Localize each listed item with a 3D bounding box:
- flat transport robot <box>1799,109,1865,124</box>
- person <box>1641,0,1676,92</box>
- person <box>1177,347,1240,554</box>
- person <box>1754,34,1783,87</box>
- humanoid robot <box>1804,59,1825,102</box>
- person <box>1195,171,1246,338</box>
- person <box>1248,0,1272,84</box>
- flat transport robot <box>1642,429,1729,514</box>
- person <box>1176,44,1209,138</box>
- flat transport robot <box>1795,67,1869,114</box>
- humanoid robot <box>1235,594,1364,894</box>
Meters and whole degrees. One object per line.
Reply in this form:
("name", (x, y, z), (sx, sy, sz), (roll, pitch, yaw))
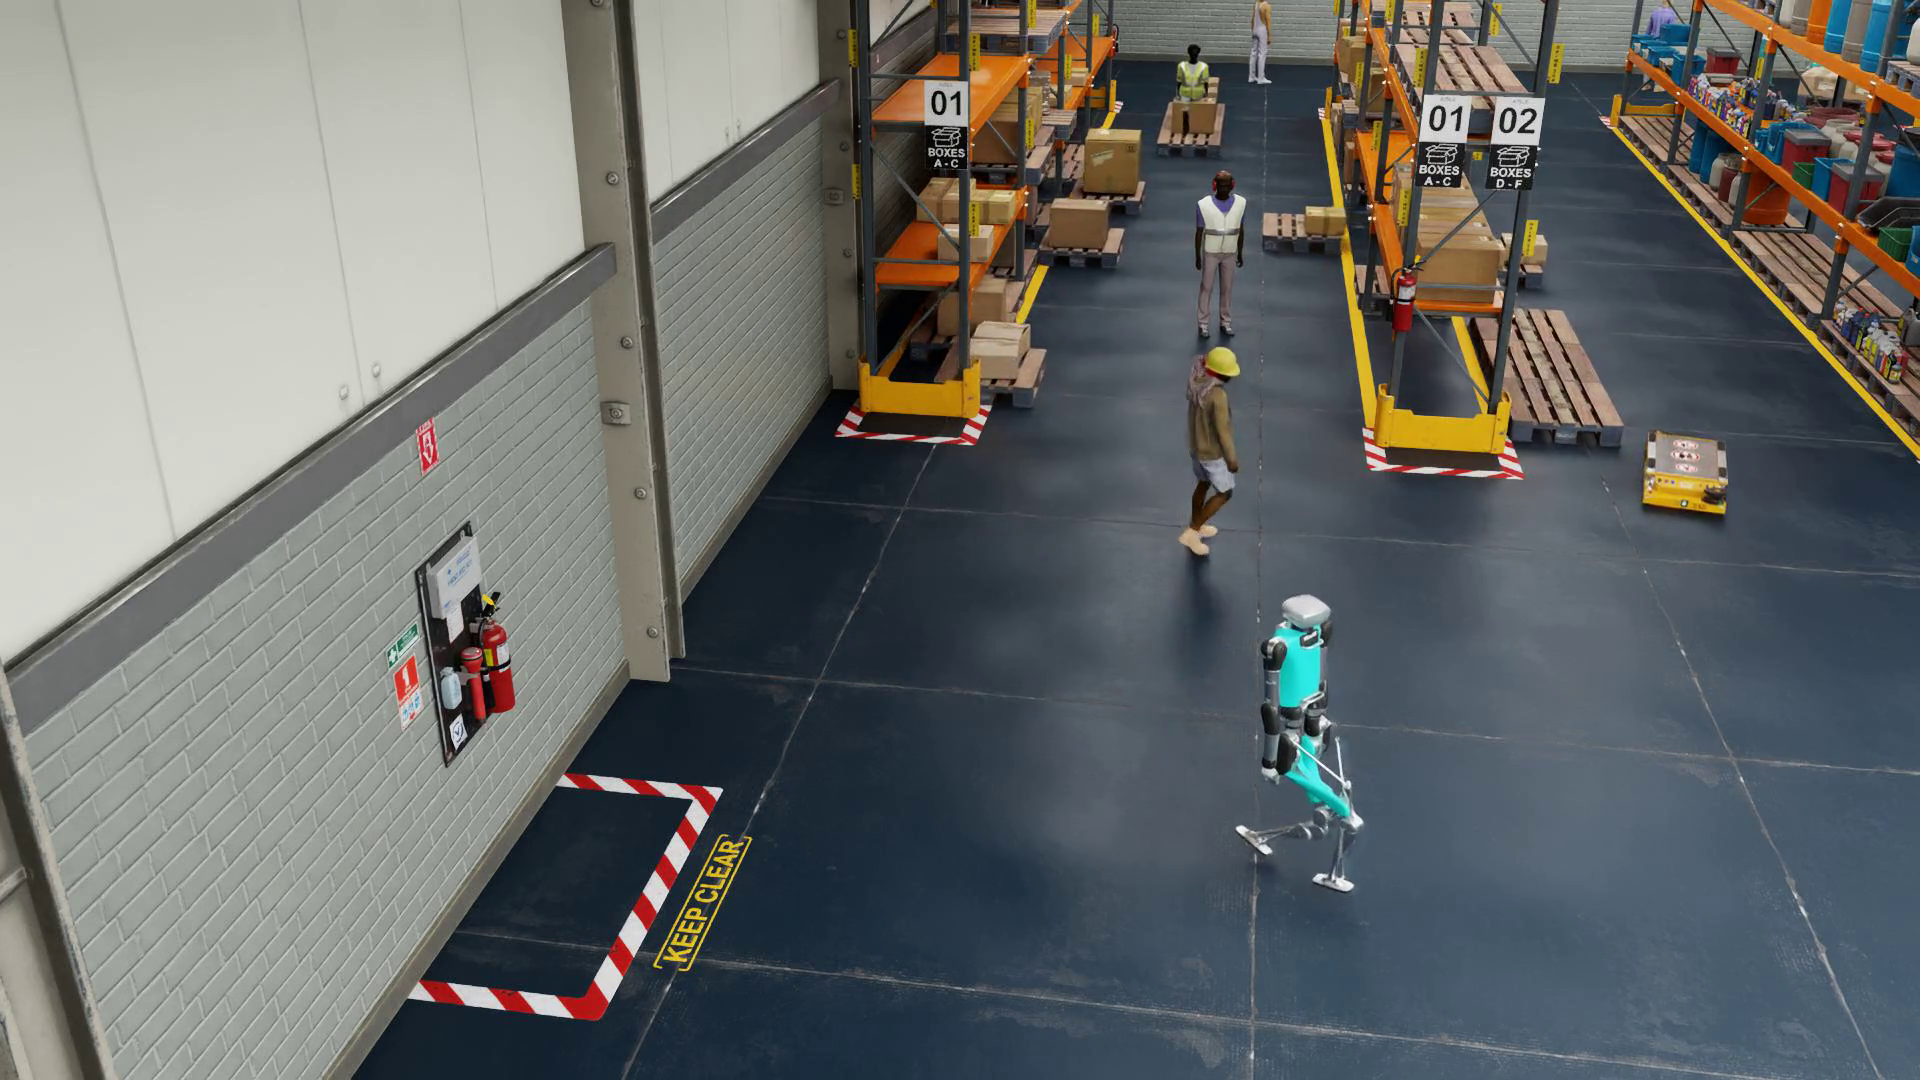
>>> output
("flat transport robot", (15.178, -7.395, 29.186), (1.431, 0.231, 0.659), (-11, 27, -23))
("person", (13.453, -9.557, 32.021), (0.389, 1.795, 0.612), (-20, 32, -36))
("person", (1.937, -0.719, 13.156), (0.455, 1.734, 0.604), (-7, 26, -14))
("person", (15.818, -9.754, 32.465), (0.314, 1.769, 0.523), (-21, 32, -38))
("humanoid robot", (16.066, -9.046, 31.010), (0.679, 1.836, 0.534), (0, 25, -1))
("person", (2.830, -3.133, 18.219), (0.556, 1.835, 0.397), (-5, 26, -11))
("person", (5.982, -9.985, 32.851), (0.390, 1.859, 0.510), (-14, 29, -28))
("flat transport robot", (6.392, -0.614, 14.671), (0.659, 0.231, 1.431), (9, 27, 19))
("person", (3.825, -7.357, 27.450), (0.534, 1.660, 0.824), (2, 25, 5))
("flat transport robot", (15.672, -7.652, 29.735), (0.659, 0.231, 1.431), (17, 30, 32))
("humanoid robot", (2.001, 1.202, 9.104), (0.551, 1.768, 1.034), (-22, 33, -39))
